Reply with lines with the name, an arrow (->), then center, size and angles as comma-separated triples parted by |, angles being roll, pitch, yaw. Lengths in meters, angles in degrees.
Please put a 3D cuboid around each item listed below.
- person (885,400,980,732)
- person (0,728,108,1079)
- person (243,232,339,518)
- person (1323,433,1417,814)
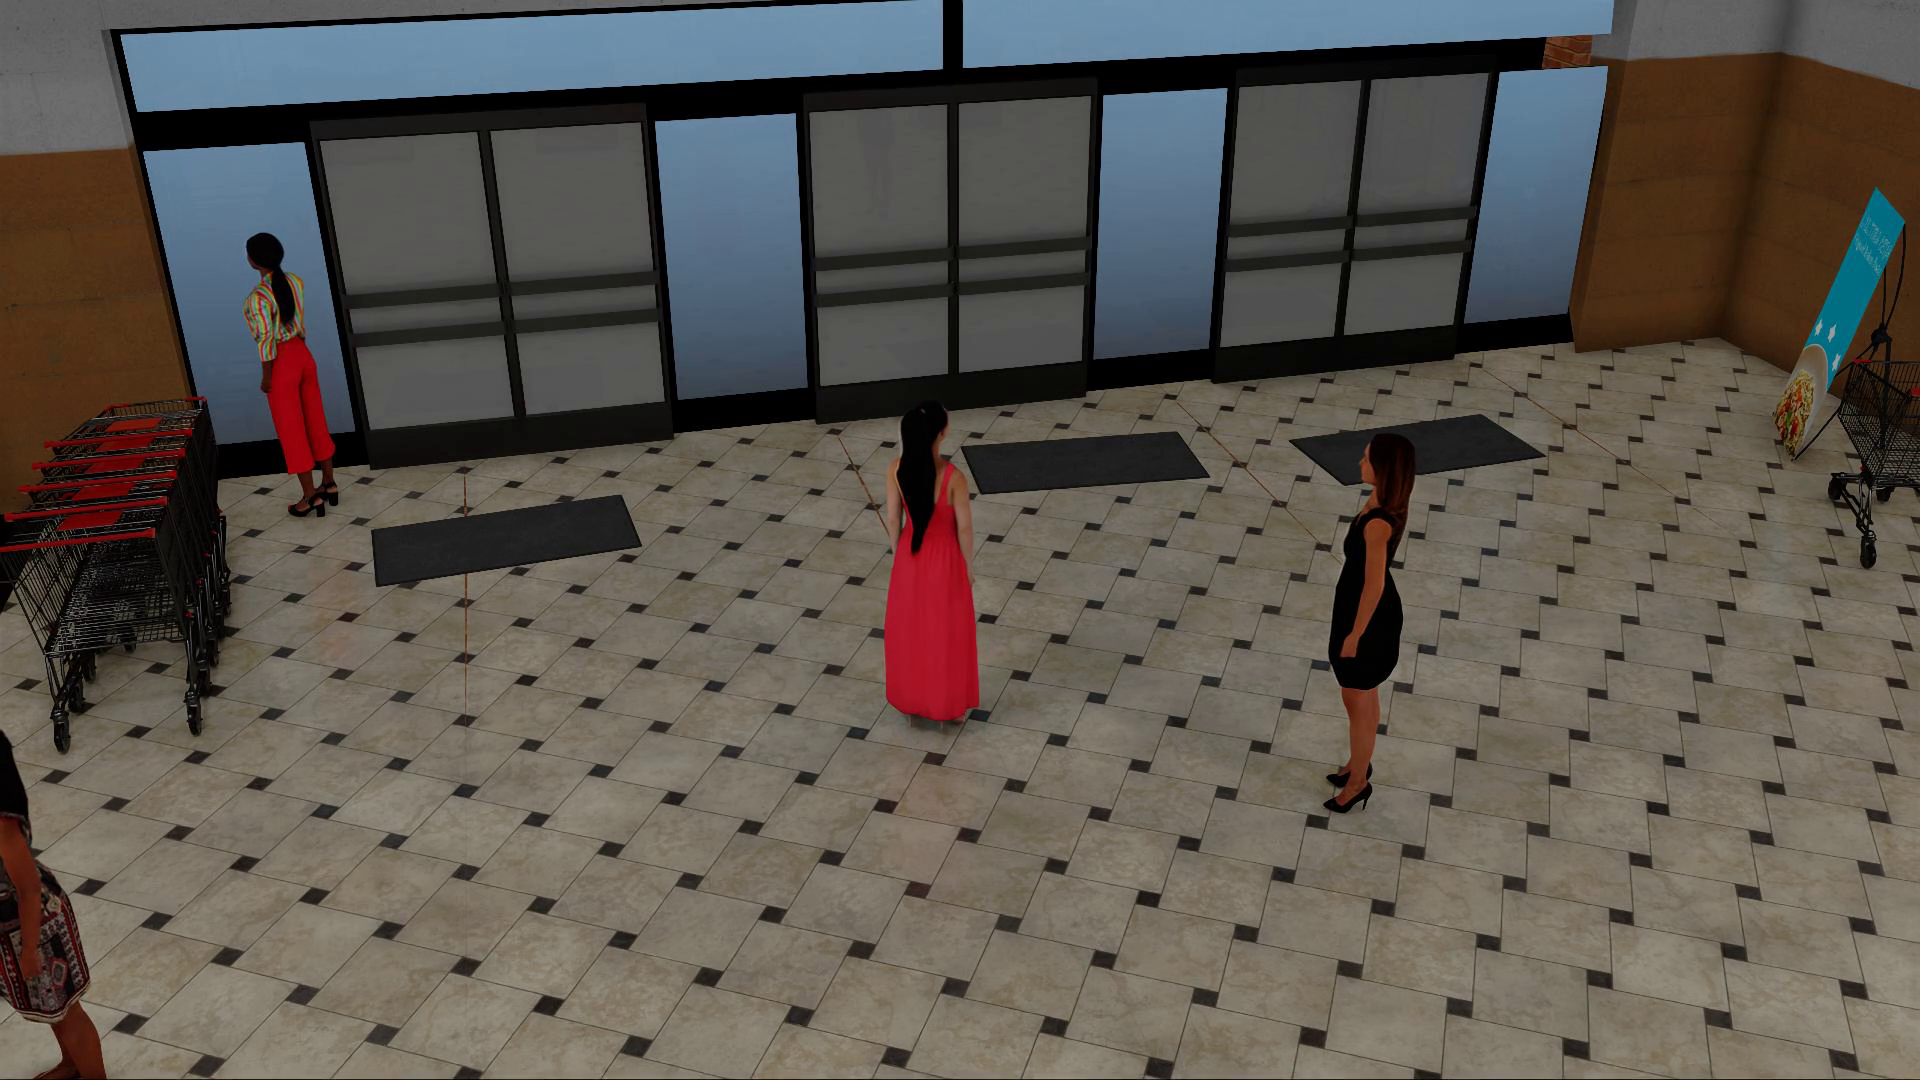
person -> -0.142, 0.139, 7.924 | 0.713, 1.727, 0.748 | 10, 28, 18
person -> -3.216, 1.303, 5.718 | 0.784, 1.645, 0.643 | -23, 35, -37
person -> -4.063, -0.994, 10.085 | 0.742, 1.793, 0.638 | 8, 28, 15
person -> 1.791, 0.385, 7.319 | 0.722, 1.835, 0.627 | 8, 28, 16
